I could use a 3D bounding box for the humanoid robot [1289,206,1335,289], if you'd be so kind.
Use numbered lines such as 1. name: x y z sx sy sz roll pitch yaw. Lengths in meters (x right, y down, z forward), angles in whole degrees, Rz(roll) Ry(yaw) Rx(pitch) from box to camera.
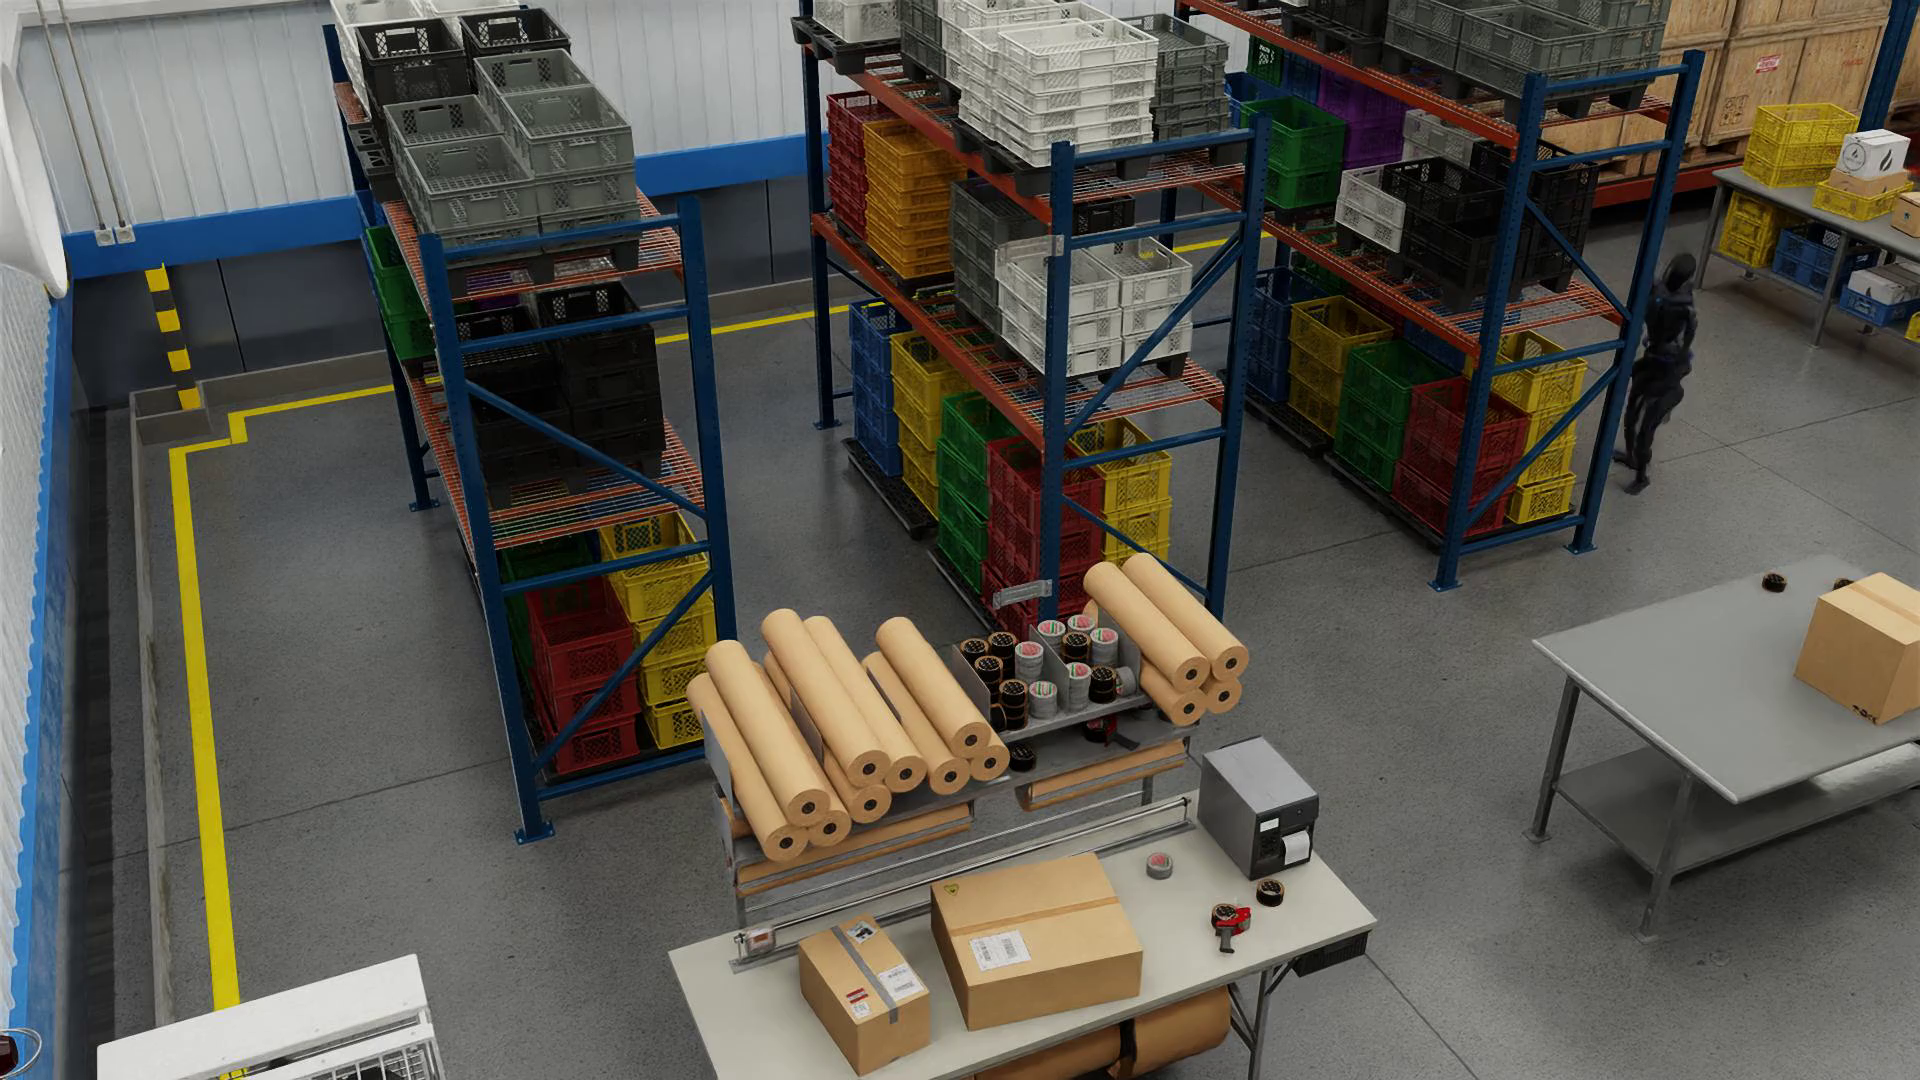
1. humanoid robot: 2.820 -2.749 13.093 0.569 1.653 0.332 -2 32 -3

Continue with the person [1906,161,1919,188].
1. person: 8.981 -4.016 14.903 0.810 1.949 0.644 26 40 36

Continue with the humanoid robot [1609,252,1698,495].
1. humanoid robot: 4.330 -1.061 10.379 0.390 1.627 0.706 -5 32 -8
